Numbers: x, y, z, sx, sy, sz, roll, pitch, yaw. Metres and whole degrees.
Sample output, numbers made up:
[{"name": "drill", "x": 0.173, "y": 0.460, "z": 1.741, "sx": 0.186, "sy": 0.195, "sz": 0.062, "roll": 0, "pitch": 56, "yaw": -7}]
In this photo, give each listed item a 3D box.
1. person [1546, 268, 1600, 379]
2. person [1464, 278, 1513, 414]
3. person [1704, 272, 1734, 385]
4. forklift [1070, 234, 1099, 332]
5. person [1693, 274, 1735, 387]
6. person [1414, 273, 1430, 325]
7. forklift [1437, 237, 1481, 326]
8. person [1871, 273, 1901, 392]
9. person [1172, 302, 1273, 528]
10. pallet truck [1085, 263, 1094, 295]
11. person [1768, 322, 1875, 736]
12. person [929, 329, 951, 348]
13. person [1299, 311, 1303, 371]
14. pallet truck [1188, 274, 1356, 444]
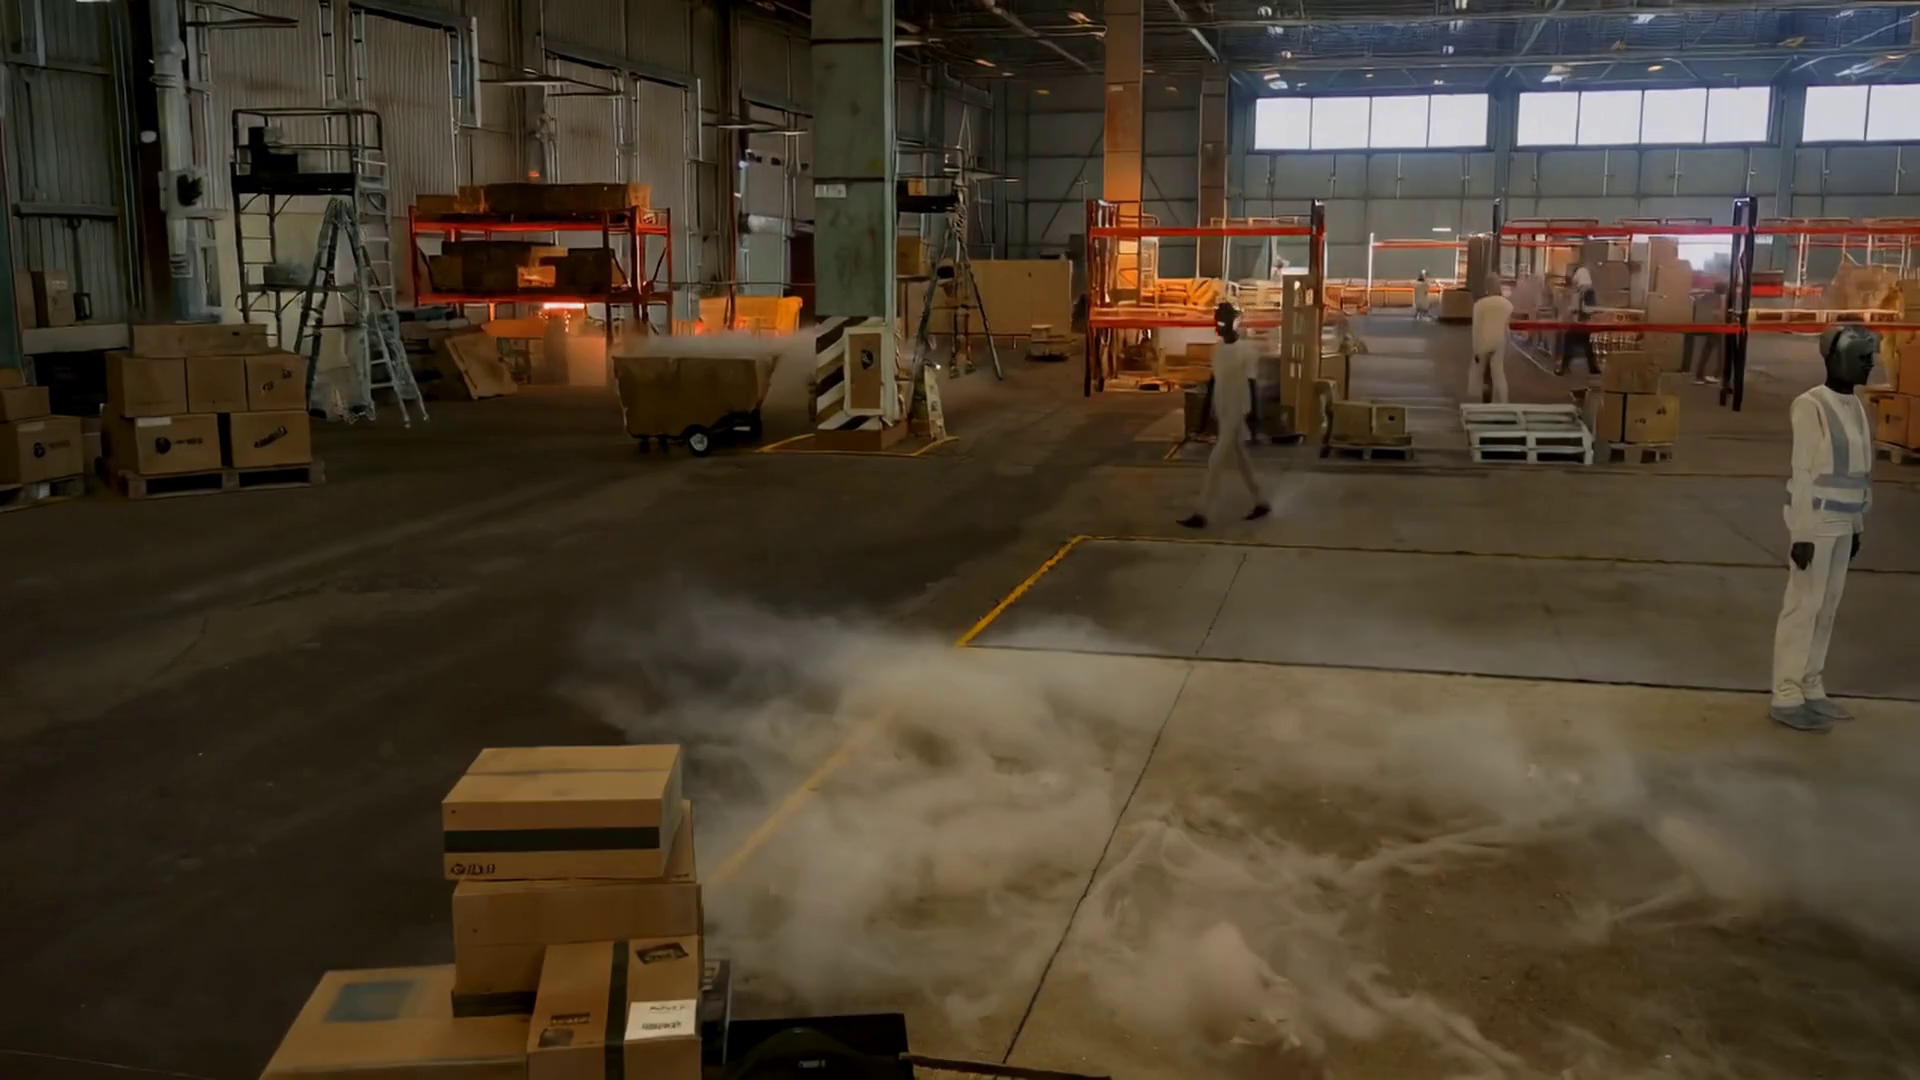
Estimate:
[{"name": "person", "x": 11.115, "y": -3.910, "z": 29.894, "sx": 1.038, "sy": 2.000, "sz": 0.687, "roll": 0, "pitch": 10, "yaw": 3}, {"name": "person", "x": 7.273, "y": -2.648, "z": 22.887, "sx": 0.637, "sy": 1.916, "sz": 0.789, "roll": -2, "pitch": 10, "yaw": -14}, {"name": "person", "x": 13.078, "y": -3.632, "z": 28.605, "sx": 0.368, "sy": 1.932, "sz": 0.623, "roll": 0, "pitch": 10, "yaw": -1}, {"name": "forklift", "x": 3.382, "y": -7.319, "z": 47.498, "sx": 1.873, "sy": 2.768, "sz": 1.129, "roll": 2, "pitch": 10, "yaw": 14}, {"name": "person", "x": 12.751, "y": -3.506, "z": 27.929, "sx": 0.771, "sy": 1.894, "sz": 0.614, "roll": 2, "pitch": 10, "yaw": 13}, {"name": "person", "x": 15.001, "y": -7.835, "z": 54.049, "sx": 0.530, "sy": 1.689, "sz": 0.321, "roll": -2, "pitch": 10, "yaw": -14}, {"name": "forklift", "x": 16.111, "y": -8.150, "z": 52.391, "sx": 1.873, "sy": 2.768, "sz": 1.129, "roll": 1, "pitch": 10, "yaw": 8}, {"name": "person", "x": 15.132, "y": -3.385, "z": 27.148, "sx": 0.378, "sy": 1.931, "sz": 0.624, "roll": 6, "pitch": 11, "yaw": 30}, {"name": "person", "x": 2.181, "y": -1.015, "z": 13.498, "sx": 1.002, "sy": 1.824, "sz": 0.535, "roll": -4, "pitch": 11, "yaw": -24}, {"name": "pallet truck", "x": 4.325, "y": -8.180, "z": 55.162, "sx": 0.823, "sy": 1.965, "sz": 1.885, "roll": 6, "pitch": 11, "yaw": 31}, {"name": "person", "x": 3.988, "y": -0.055, "z": 7.658, "sx": 0.586, "sy": 1.882, "sz": 0.340, "roll": -8, "pitch": 13, "yaw": -41}, {"name": "person", "x": -0.485, "y": -5.583, "z": 40.156, "sx": 0.557, "sy": 1.911, "sz": 0.858, "roll": 4, "pitch": 11, "yaw": 23}, {"name": "person", "x": 6.678, "y": -4.096, "z": 31.883, "sx": 0.319, "sy": 1.739, "sz": 0.484, "roll": 7, "pitch": 12, "yaw": 35}, {"name": "pallet truck", "x": 3.653, "y": -2.138, "z": 19.590, "sx": 1.885, "sy": 1.965, "sz": 0.823, "roll": -4, "pitch": 10, "yaw": -20}]
